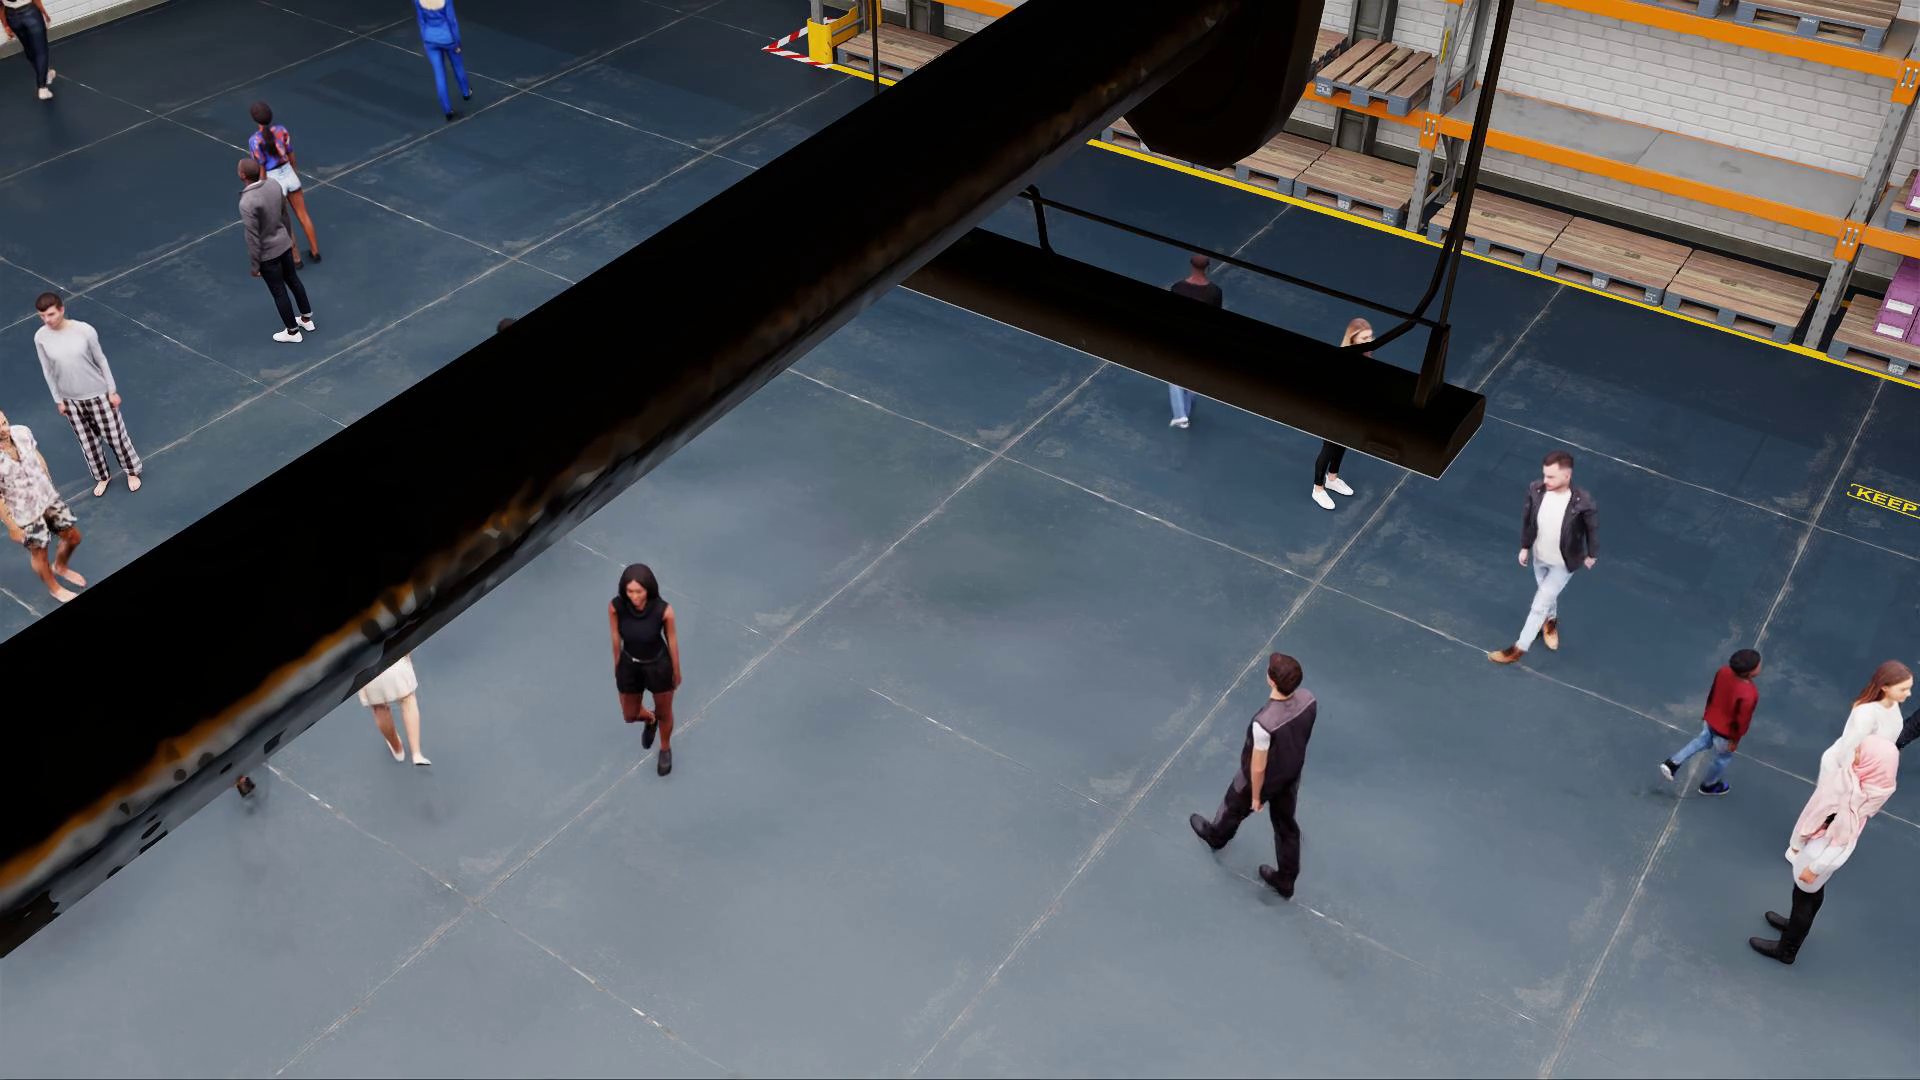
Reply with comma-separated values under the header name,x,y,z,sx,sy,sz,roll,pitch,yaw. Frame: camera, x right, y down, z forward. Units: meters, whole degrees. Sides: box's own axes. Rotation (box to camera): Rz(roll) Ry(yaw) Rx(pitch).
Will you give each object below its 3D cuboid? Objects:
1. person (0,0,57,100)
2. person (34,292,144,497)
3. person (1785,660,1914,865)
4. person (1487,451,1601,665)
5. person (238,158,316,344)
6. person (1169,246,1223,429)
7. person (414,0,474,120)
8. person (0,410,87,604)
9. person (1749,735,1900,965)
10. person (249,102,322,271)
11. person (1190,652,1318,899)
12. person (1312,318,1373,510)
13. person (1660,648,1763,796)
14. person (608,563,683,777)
name,x,y,z,sx,sy,sz,roll,pitch,yaw
person,-11.037,-6.079,19.624,1.163,1.773,1.147,-2,39,-3
person,-7.069,-1.193,13.446,0.708,1.847,0.751,-9,39,-11
person,5.533,1.393,10.336,0.644,1.688,0.609,-29,47,-31
person,4.300,0.100,11.880,1.012,1.781,0.924,28,46,30
person,-6.318,-2.673,15.323,0.684,1.818,0.775,14,41,16
person,1.954,-1.653,14.109,0.847,1.739,0.880,2,39,2
person,-6.007,-5.685,19.209,1.014,1.676,1.040,-4,39,-4
person,-6.987,-0.292,12.352,0.721,1.804,0.757,14,41,17
person,5.078,1.802,9.731,0.631,1.804,0.661,30,47,32
person,-6.697,-3.507,16.426,0.535,1.745,0.607,28,46,30
person,1.968,1.483,10.121,0.897,1.817,1.143,-21,43,-25
person,3.088,-1.047,13.378,0.640,1.704,0.552,-31,48,-33
person,4.962,1.207,10.924,0.786,1.244,0.733,-7,39,-9
person,-2.060,0.799,11.044,0.750,1.732,0.819,2,39,3
